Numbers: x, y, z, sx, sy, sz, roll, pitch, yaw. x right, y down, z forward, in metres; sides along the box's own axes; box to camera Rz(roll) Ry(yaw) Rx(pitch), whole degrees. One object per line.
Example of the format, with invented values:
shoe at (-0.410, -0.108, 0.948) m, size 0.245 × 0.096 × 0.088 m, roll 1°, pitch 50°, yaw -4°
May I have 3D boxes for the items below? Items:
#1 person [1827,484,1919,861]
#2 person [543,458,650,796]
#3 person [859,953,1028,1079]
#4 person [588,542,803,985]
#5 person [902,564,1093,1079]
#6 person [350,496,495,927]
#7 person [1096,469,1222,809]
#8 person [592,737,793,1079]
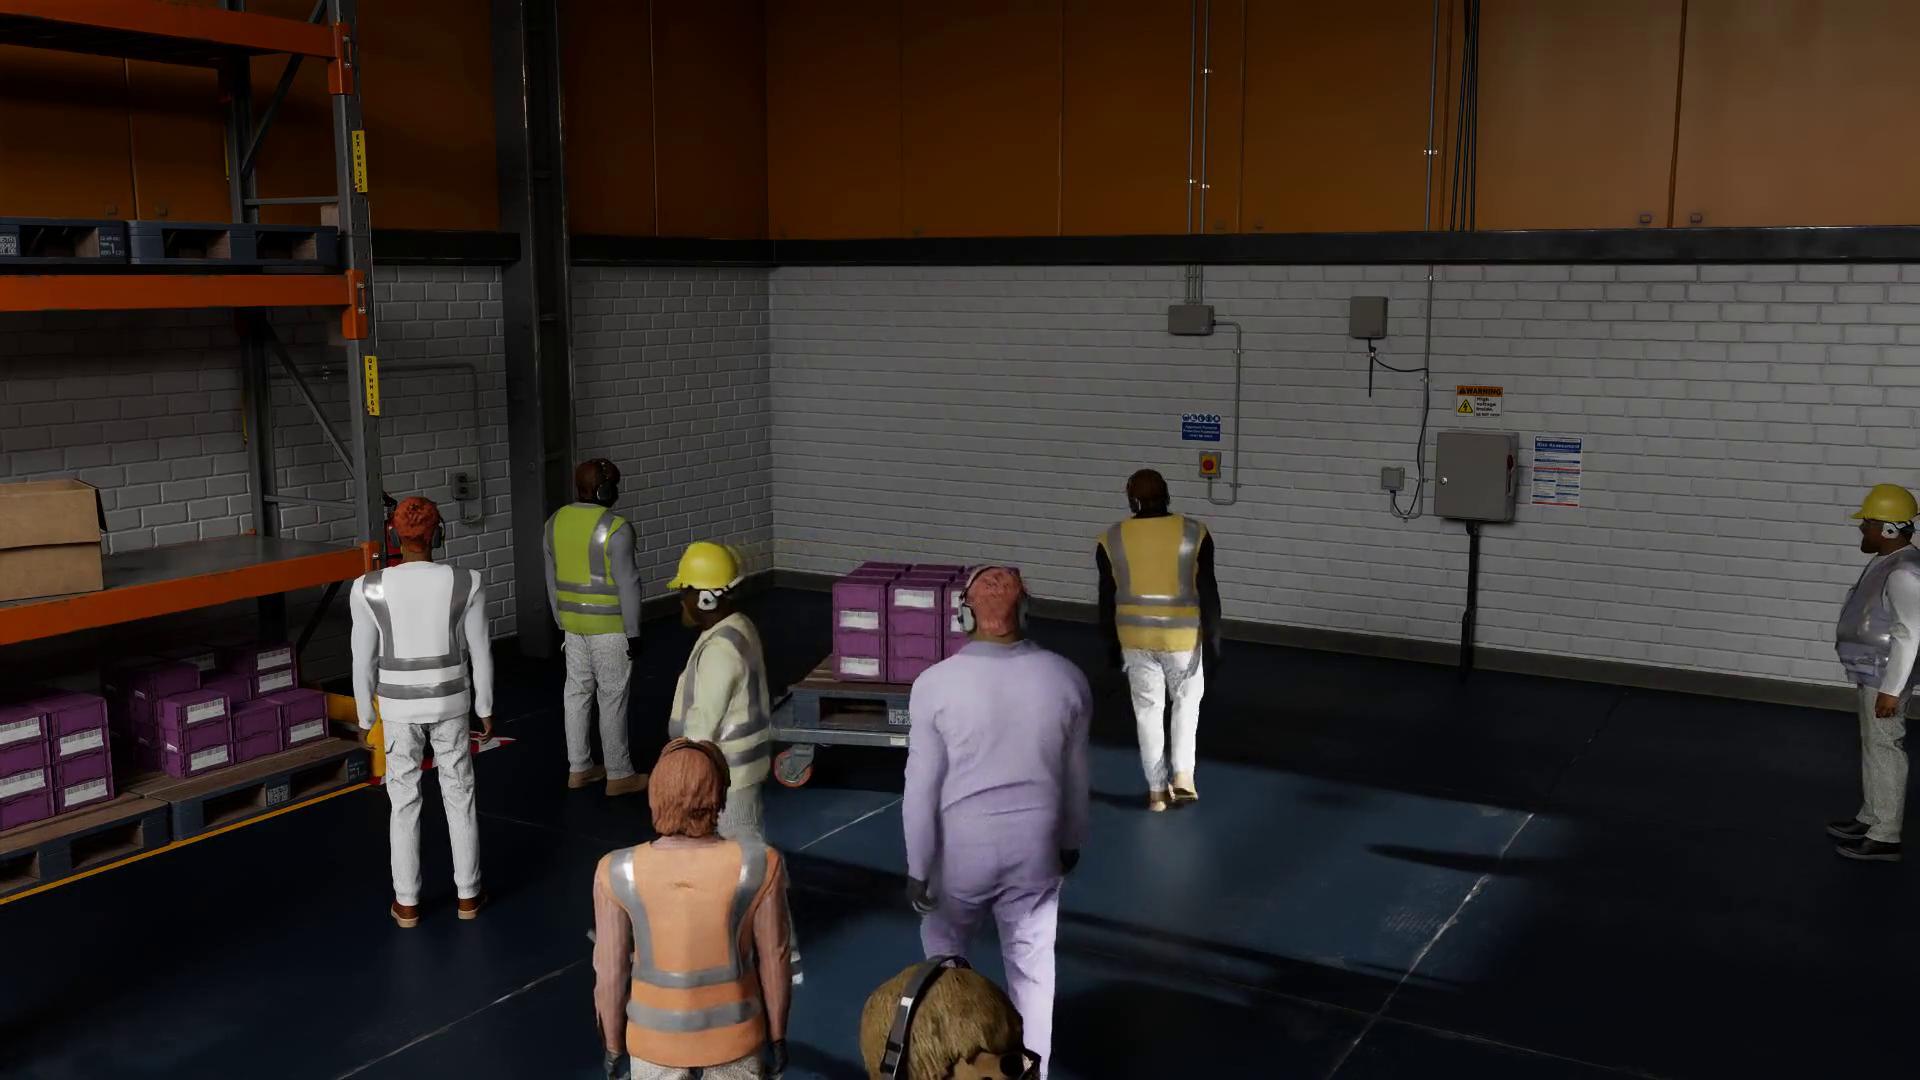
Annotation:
person at (4.475, 0.637, 8.093) m, size 0.403 × 1.830 × 0.600 m, roll 4°, pitch 10°, yaw 22°
person at (-1.969, 0.469, 9.115) m, size 0.634 × 1.841 × 0.429 m, roll 6°, pitch 11°, yaw 33°
person at (-0.031, 1.507, 2.333) m, size 0.372 × 1.940 × 0.631 m, roll 4°, pitch 10°, yaw 24°
person at (-1.059, 0.902, 6.571) m, size 0.918 × 1.789 × 0.596 m, roll -1°, pitch 9°, yaw -6°
person at (0.106, 1.008, 5.586) m, size 0.686 × 1.881 × 0.663 m, roll -3°, pitch 10°, yaw -17°
person at (-2.329, 0.746, 7.253) m, size 0.586 × 1.882 × 0.342 m, roll -3°, pitch 10°, yaw -19°
person at (1.058, 0.533, 8.813) m, size 0.677 × 1.812 × 0.436 m, roll 2°, pitch 9°, yaw 13°
person at (-0.695, 1.329, 4.369) m, size 0.515 × 1.641 × 0.315 m, roll -1°, pitch 9°, yaw -6°
